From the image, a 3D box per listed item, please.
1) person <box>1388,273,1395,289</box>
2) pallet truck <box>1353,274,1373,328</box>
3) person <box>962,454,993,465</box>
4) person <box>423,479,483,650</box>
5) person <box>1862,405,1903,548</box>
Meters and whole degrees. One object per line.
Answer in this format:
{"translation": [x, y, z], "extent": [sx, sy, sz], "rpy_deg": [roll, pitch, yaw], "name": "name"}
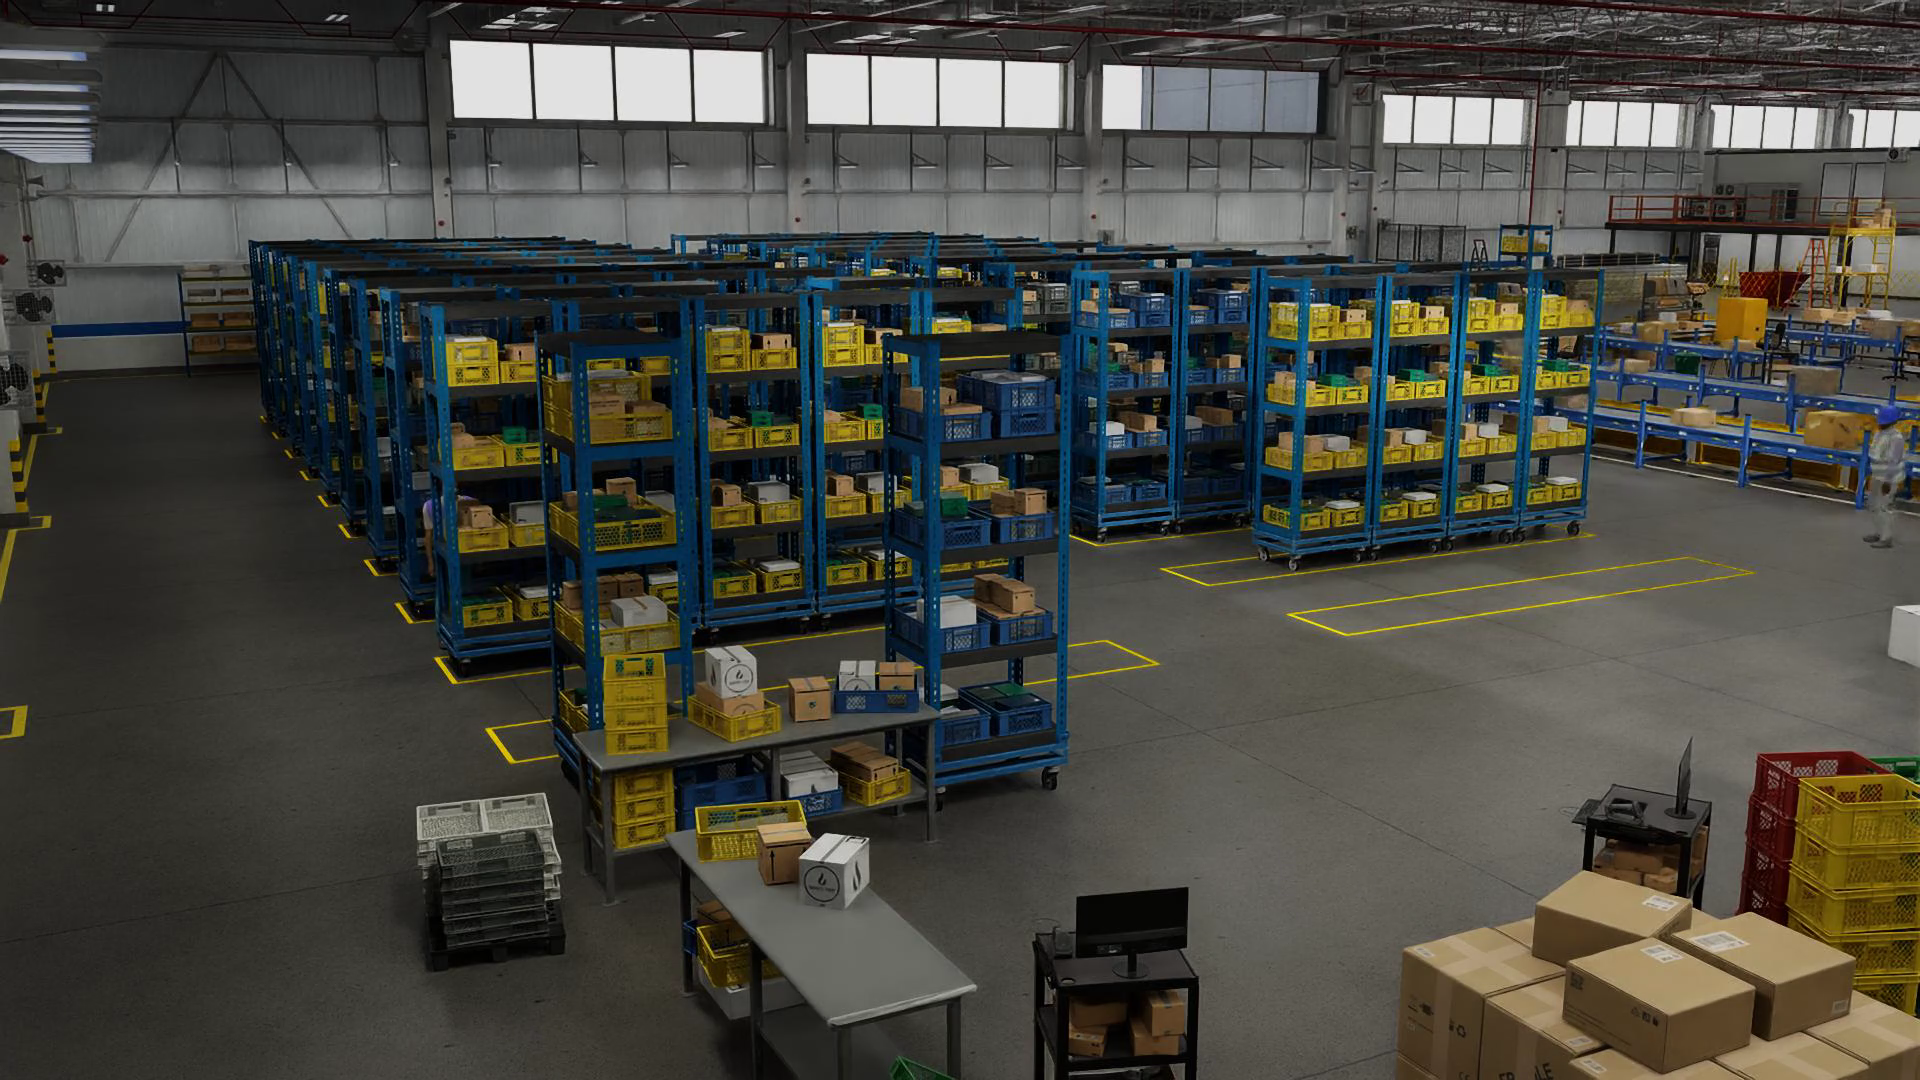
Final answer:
{"translation": [13.951, -7.771, 54.319], "extent": [0.671, 1.847, 0.988], "rpy_deg": [10, 16, 40], "name": "person"}
{"translation": [13.011, -8.050, 55.243], "extent": [0.823, 1.965, 1.885], "rpy_deg": [-7, 14, -28], "name": "pallet truck"}
{"translation": [0.234, -0.932, 22.334], "extent": [0.404, 1.833, 0.589], "rpy_deg": [-2, 12, -8], "name": "person"}
{"translation": [-5.204, 0.189, 17.083], "extent": [0.563, 1.837, 0.392], "rpy_deg": [-9, 15, -35], "name": "person"}
{"translation": [12.017, -0.820, 21.651], "extent": [0.506, 1.899, 0.639], "rpy_deg": [1, 12, 5], "name": "person"}
